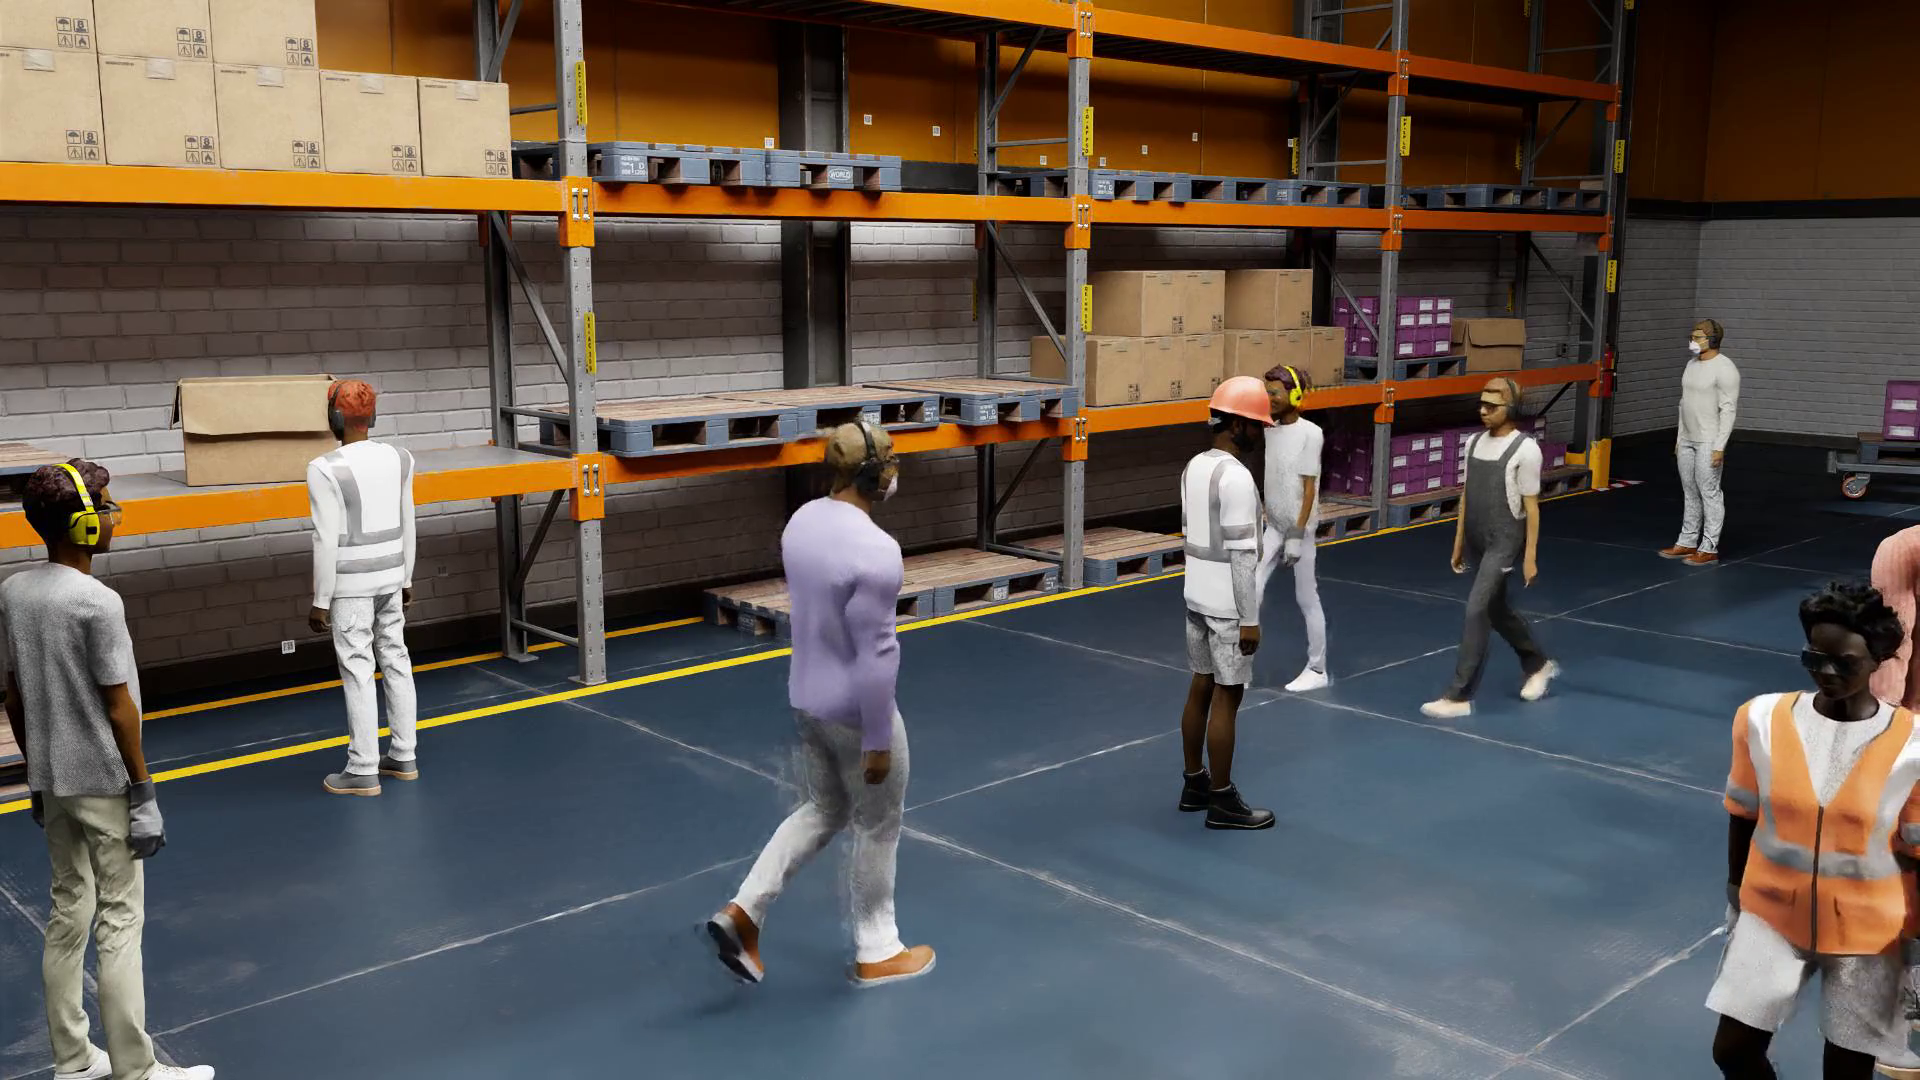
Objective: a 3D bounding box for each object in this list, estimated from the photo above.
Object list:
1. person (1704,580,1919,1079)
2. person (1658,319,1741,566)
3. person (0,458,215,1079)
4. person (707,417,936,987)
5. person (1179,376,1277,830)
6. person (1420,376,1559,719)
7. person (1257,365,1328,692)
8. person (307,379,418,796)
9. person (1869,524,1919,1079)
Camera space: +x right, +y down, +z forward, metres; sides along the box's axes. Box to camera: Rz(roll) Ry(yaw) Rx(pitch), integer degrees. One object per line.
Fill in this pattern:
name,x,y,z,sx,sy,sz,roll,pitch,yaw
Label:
person,2.053,0.929,3.945,0.537,1.689,0.365,8,13,40
person,5.861,-0.768,13.136,0.371,1.940,0.627,-1,10,-7
person,-2.462,0.701,4.732,0.512,1.873,0.329,5,11,25
person,-0.437,0.562,5.397,0.710,1.923,0.634,-7,12,-35
person,1.149,0.267,7.111,0.374,1.928,0.542,-3,10,-16
person,2.886,0.025,8.859,0.922,1.813,0.516,-4,10,-22
person,1.724,-0.031,9.136,0.900,1.834,0.517,-6,11,-30
person,-2.706,0.214,7.547,0.351,1.882,0.582,5,11,26
person,2.967,0.608,4.945,0.611,1.985,0.393,-3,10,-15
